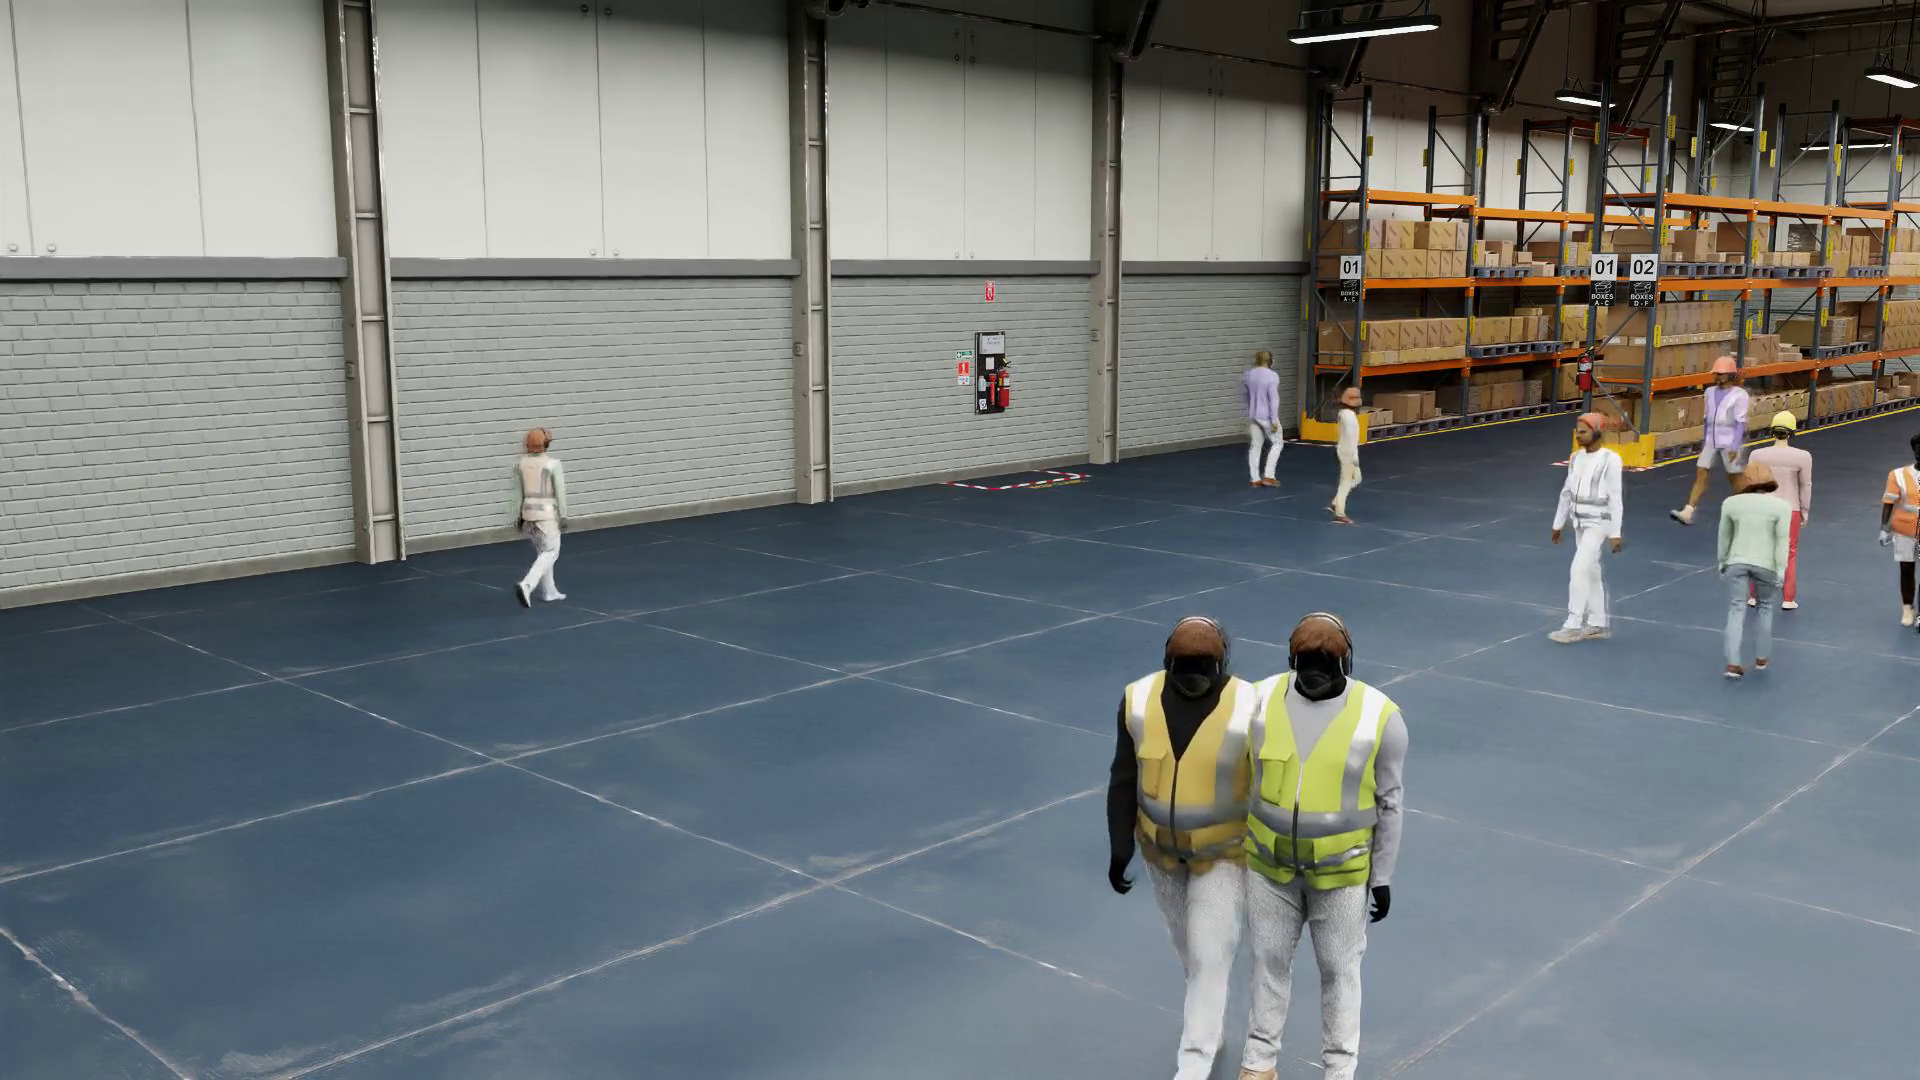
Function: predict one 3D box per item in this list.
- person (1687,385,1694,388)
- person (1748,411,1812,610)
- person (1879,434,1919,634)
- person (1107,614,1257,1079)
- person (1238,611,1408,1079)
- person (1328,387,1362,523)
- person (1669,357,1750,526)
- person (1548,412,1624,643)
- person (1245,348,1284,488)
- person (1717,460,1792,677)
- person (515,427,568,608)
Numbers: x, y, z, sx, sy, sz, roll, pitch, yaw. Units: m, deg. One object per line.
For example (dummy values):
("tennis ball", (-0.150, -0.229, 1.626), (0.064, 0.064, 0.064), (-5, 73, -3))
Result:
("person", (14.018, -3.185, 32.168), (0.970, 1.921, 0.608), (-7, 11, -35))
("person", (7.258, -0.255, 14.769), (0.524, 1.760, 0.328), (5, 11, 29))
("person", (7.931, -0.052, 13.800), (0.554, 1.654, 0.830), (6, 11, 35))
("person", (0.825, 1.160, 6.050), (0.635, 1.794, 0.860), (6, 11, 31))
("person", (1.242, 1.157, 5.918), (0.620, 1.842, 0.429), (5, 10, 26))
("person", (4.622, -1.002, 19.719), (0.354, 1.624, 0.498), (2, 9, 10))
("person", (8.832, -1.134, 19.414), (1.041, 1.986, 0.650), (-5, 10, -26))
("person", (4.986, -0.094, 13.462), (0.754, 1.861, 0.619), (-2, 10, -13))
("person", (4.205, -1.662, 22.831), (0.556, 1.924, 0.658), (-6, 11, -33))
("person", (5.914, 0.210, 12.408), (0.521, 1.594, 0.804), (7, 11, 35))
("person", (-3.771, -0.199, 14.835), (0.522, 1.613, 0.671), (5, 11, 28))
